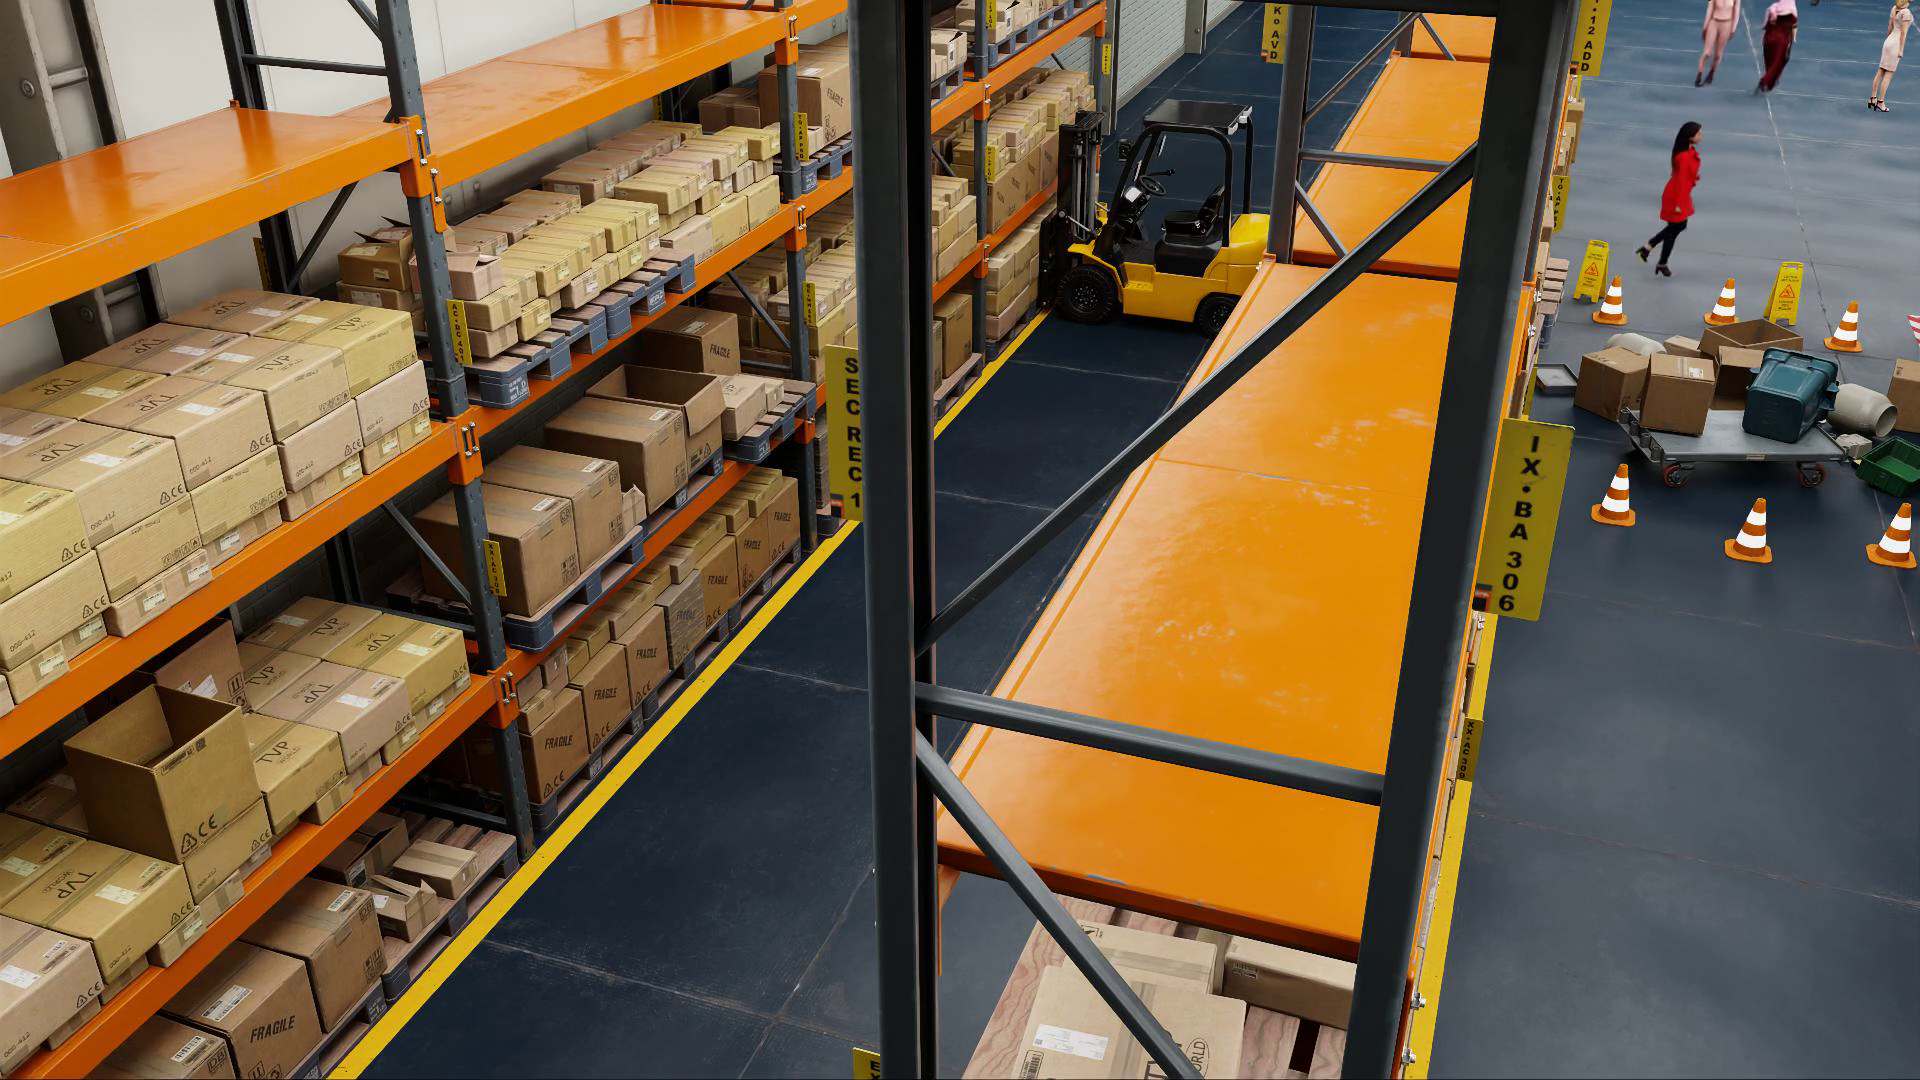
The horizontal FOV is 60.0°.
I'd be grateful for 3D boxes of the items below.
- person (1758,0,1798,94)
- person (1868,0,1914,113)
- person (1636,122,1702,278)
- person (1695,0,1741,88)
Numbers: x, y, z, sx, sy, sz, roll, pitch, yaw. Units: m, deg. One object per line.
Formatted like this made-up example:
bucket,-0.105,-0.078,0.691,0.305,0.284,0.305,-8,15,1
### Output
person,12.860,-7.847,26.210,1.173,1.591,0.956,-23,36,-36
person,14.135,-7.454,25.218,0.698,1.830,0.558,-1,28,-2
person,7.829,-3.762,18.385,0.675,1.735,0.675,10,29,17
person,12.165,-8.147,26.661,0.631,1.696,0.826,12,30,21
